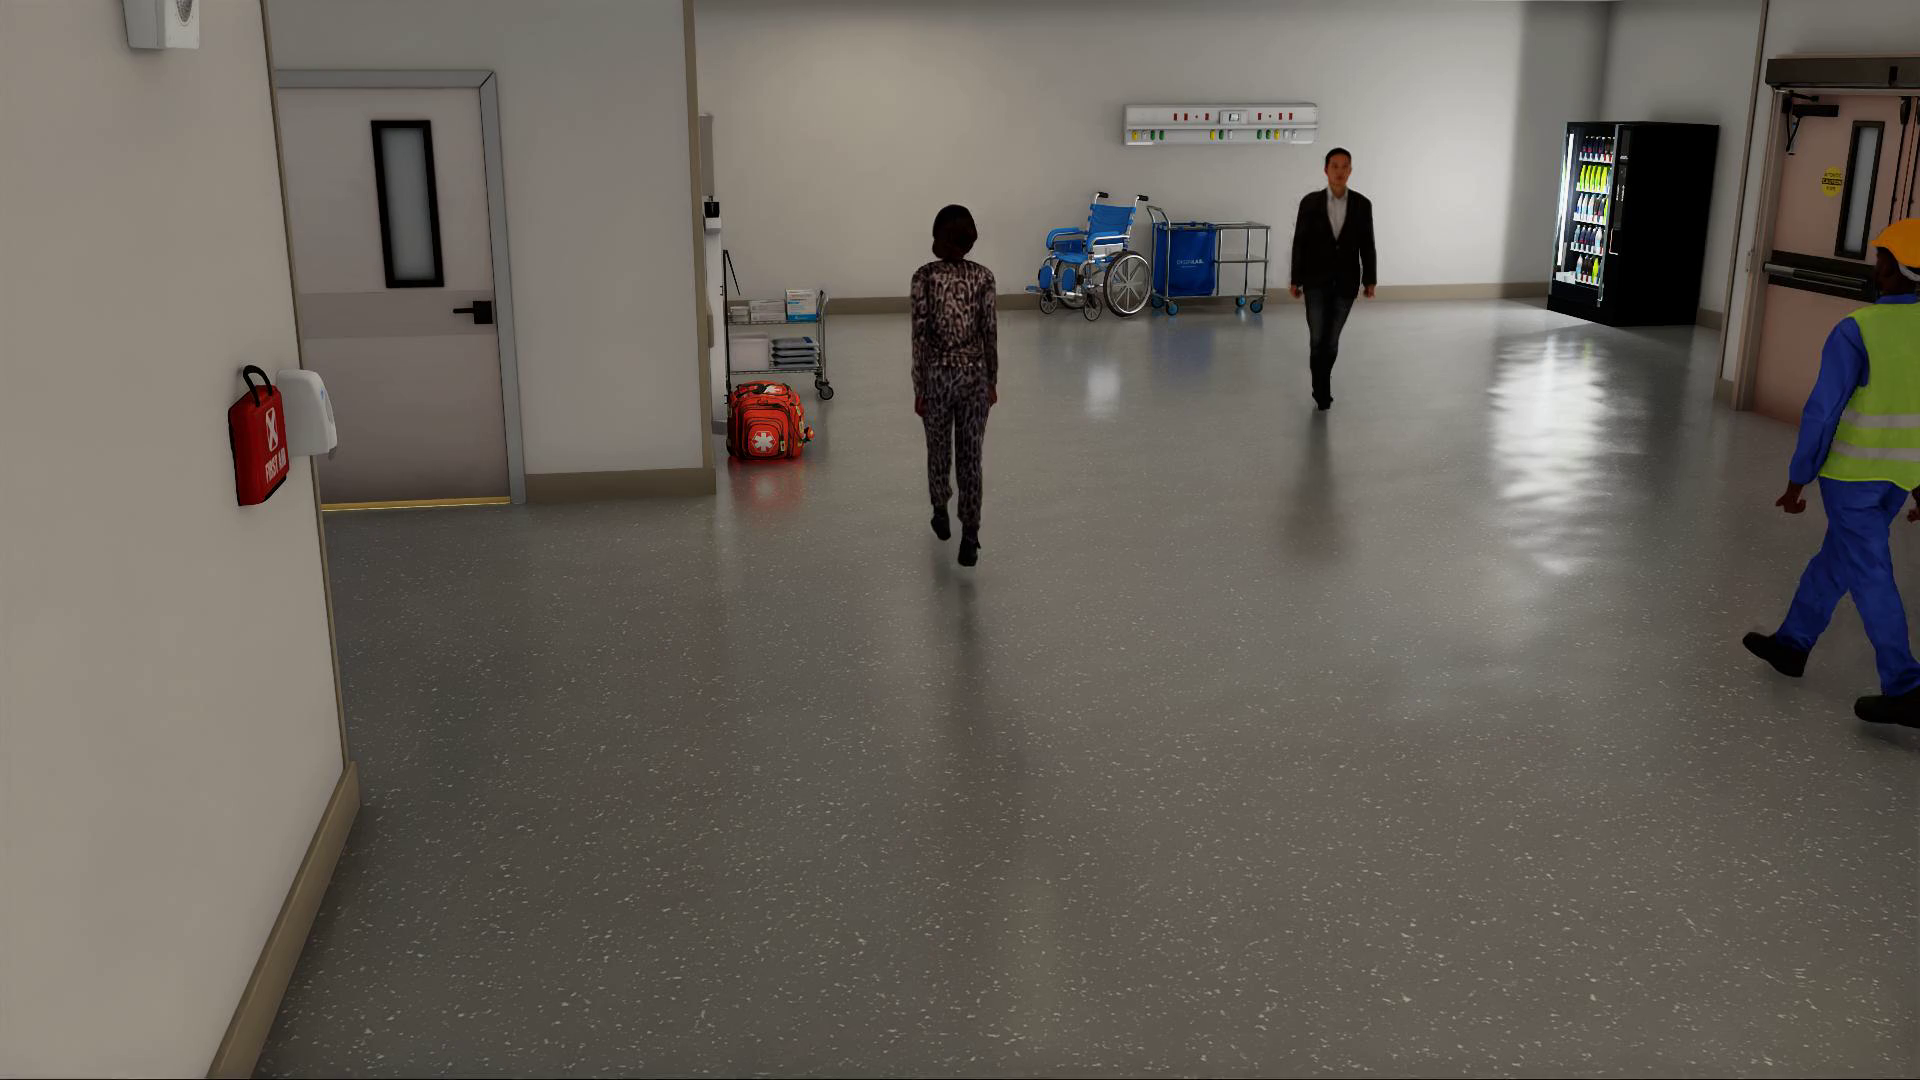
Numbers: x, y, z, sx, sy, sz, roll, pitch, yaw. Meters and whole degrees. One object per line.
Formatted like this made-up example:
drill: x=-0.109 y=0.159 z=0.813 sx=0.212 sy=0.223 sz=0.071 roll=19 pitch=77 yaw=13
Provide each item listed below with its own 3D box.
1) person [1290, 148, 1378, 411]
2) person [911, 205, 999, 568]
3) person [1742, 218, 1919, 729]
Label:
person: x=2.574 y=-1.807 z=11.618 sx=0.837 sy=1.772 sz=1.106 roll=0 pitch=16 yaw=1
person: x=-0.010 y=-0.670 z=7.782 sx=0.617 sy=1.665 sz=1.155 roll=-2 pitch=16 yaw=-6
person: x=3.285 y=-0.197 z=5.910 sx=0.771 sy=1.771 sz=1.222 roll=-4 pitch=16 yaw=-15
